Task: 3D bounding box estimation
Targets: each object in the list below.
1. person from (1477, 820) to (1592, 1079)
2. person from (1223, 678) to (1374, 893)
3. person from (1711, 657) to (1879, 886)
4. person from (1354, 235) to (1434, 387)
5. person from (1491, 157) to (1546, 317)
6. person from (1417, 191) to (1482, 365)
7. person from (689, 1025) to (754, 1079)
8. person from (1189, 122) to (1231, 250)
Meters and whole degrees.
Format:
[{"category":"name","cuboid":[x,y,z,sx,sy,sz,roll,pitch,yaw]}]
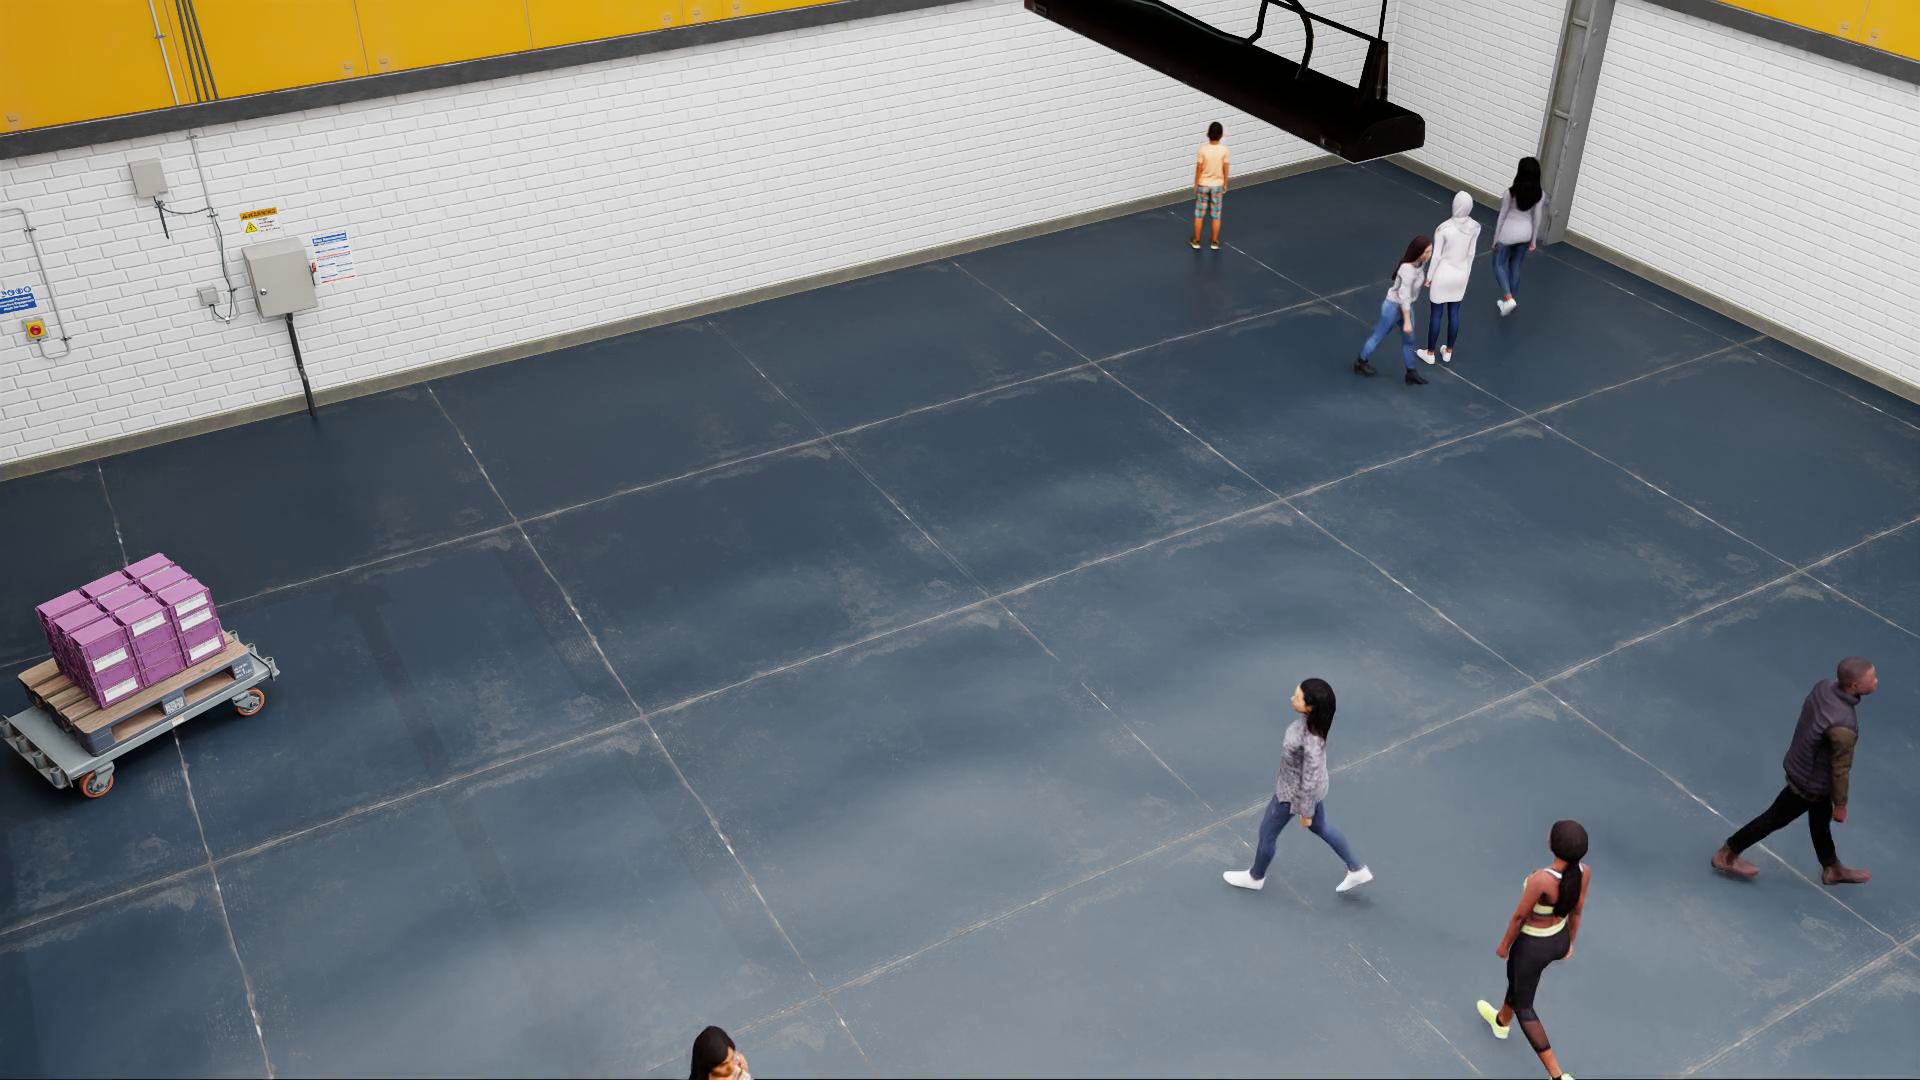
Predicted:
[{"category":"person","cuboid":[3.207,2.292,9.086,0.638,1.730,1.077,-13,36,-19]},{"category":"person","cuboid":[2.185,1.547,10.232,1.184,1.703,1.086,10,35,15]},{"category":"person","cuboid":[5.161,1.466,10.282,1.266,1.782,1.198,9,35,13]},{"category":"person","cuboid":[4.146,-2.236,16.041,1.095,1.573,0.908,15,36,21]},{"category":"person","cuboid":[5.751,-3.071,17.161,0.803,1.723,0.926,-2,34,-3]},{"category":"person","cuboid":[4.821,-2.577,16.370,0.676,1.776,0.645,-5,34,-8]},{"category":"person","cuboid":[-1.222,2.945,8.190,0.842,1.634,0.796,16,37,23]},{"category":"person","cuboid":[2.837,-4.005,18.805,0.593,1.459,0.623,2,34,3]}]
